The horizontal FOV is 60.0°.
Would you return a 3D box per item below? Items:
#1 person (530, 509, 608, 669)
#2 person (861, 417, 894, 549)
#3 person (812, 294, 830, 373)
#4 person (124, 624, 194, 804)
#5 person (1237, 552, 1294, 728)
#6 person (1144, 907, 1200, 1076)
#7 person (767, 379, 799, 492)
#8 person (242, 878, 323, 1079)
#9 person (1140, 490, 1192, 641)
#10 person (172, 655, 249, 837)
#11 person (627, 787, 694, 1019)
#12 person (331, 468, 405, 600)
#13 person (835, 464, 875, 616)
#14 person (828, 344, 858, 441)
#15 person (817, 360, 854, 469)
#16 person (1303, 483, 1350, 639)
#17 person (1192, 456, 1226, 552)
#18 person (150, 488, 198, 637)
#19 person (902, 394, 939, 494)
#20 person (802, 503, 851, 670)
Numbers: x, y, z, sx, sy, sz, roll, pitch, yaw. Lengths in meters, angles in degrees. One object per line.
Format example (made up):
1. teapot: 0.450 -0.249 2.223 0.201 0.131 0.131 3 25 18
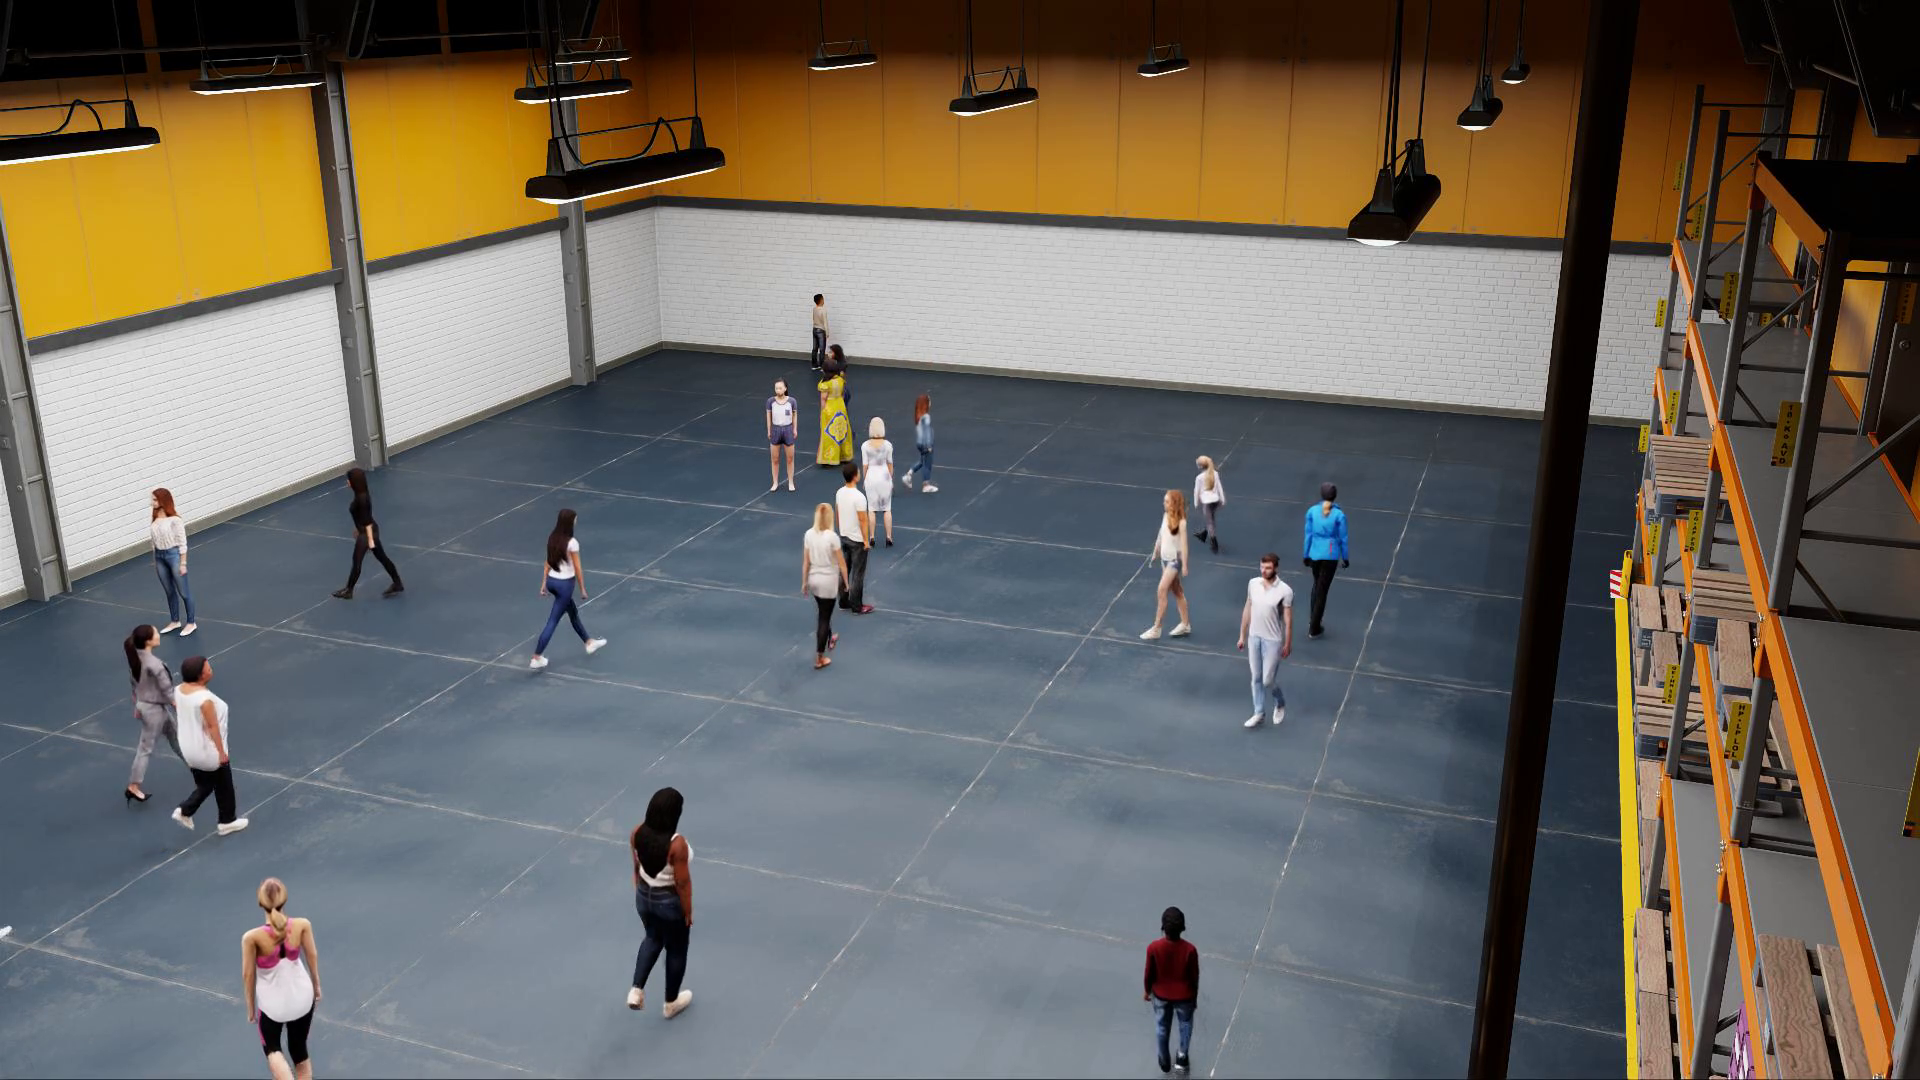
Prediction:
1. person: -4.368 0.578 17.864 0.919 1.701 1.270 14 23 36
2. person: -1.063 -0.754 21.742 0.625 1.750 0.615 0 19 -1
3. person: -2.685 -3.959 31.716 0.601 1.460 0.601 17 25 40
4. person: -7.322 1.603 14.953 0.882 1.617 1.200 15 23 37
5. person: 3.077 0.968 16.487 0.792 1.840 0.822 17 25 41
6. person: 1.434 3.065 11.187 0.554 1.248 0.537 3 19 8
7. person: -2.586 -1.532 24.211 0.660 1.649 0.633 0 19 -1
8. person: -4.262 3.001 10.557 0.762 1.773 0.832 -13 23 -34
9. person: 2.482 0.269 18.723 0.934 1.738 0.923 -5 19 -15
10. person: -6.530 1.796 14.293 0.810 1.671 0.918 15 24 38
11. person: -2.139 2.607 11.693 0.714 1.794 0.828 10 21 26
12. person: -7.012 -0.062 19.923 1.030 1.601 1.075 -4 19 -13
13. person: -1.267 -0.023 19.490 0.717 1.803 0.688 18 25 42
14. person: -1.803 -2.245 26.212 0.848 1.724 0.787 -9 21 -26
15. person: -1.952 -1.946 25.423 1.024 1.659 0.873 16 24 39
16. person: 4.057 0.250 18.716 0.750 1.780 0.831 15 24 37
17. person: 3.289 -0.465 21.681 0.821 1.241 0.887 -5 19 -14
18. person: -8.949 0.224 18.876 0.572 1.727 0.496 6 20 18
19. person: -0.584 -1.385 24.055 0.856 1.470 0.804 -7 20 -21
20. person: -1.506 0.520 17.880 0.646 1.801 0.967 7 20 21
